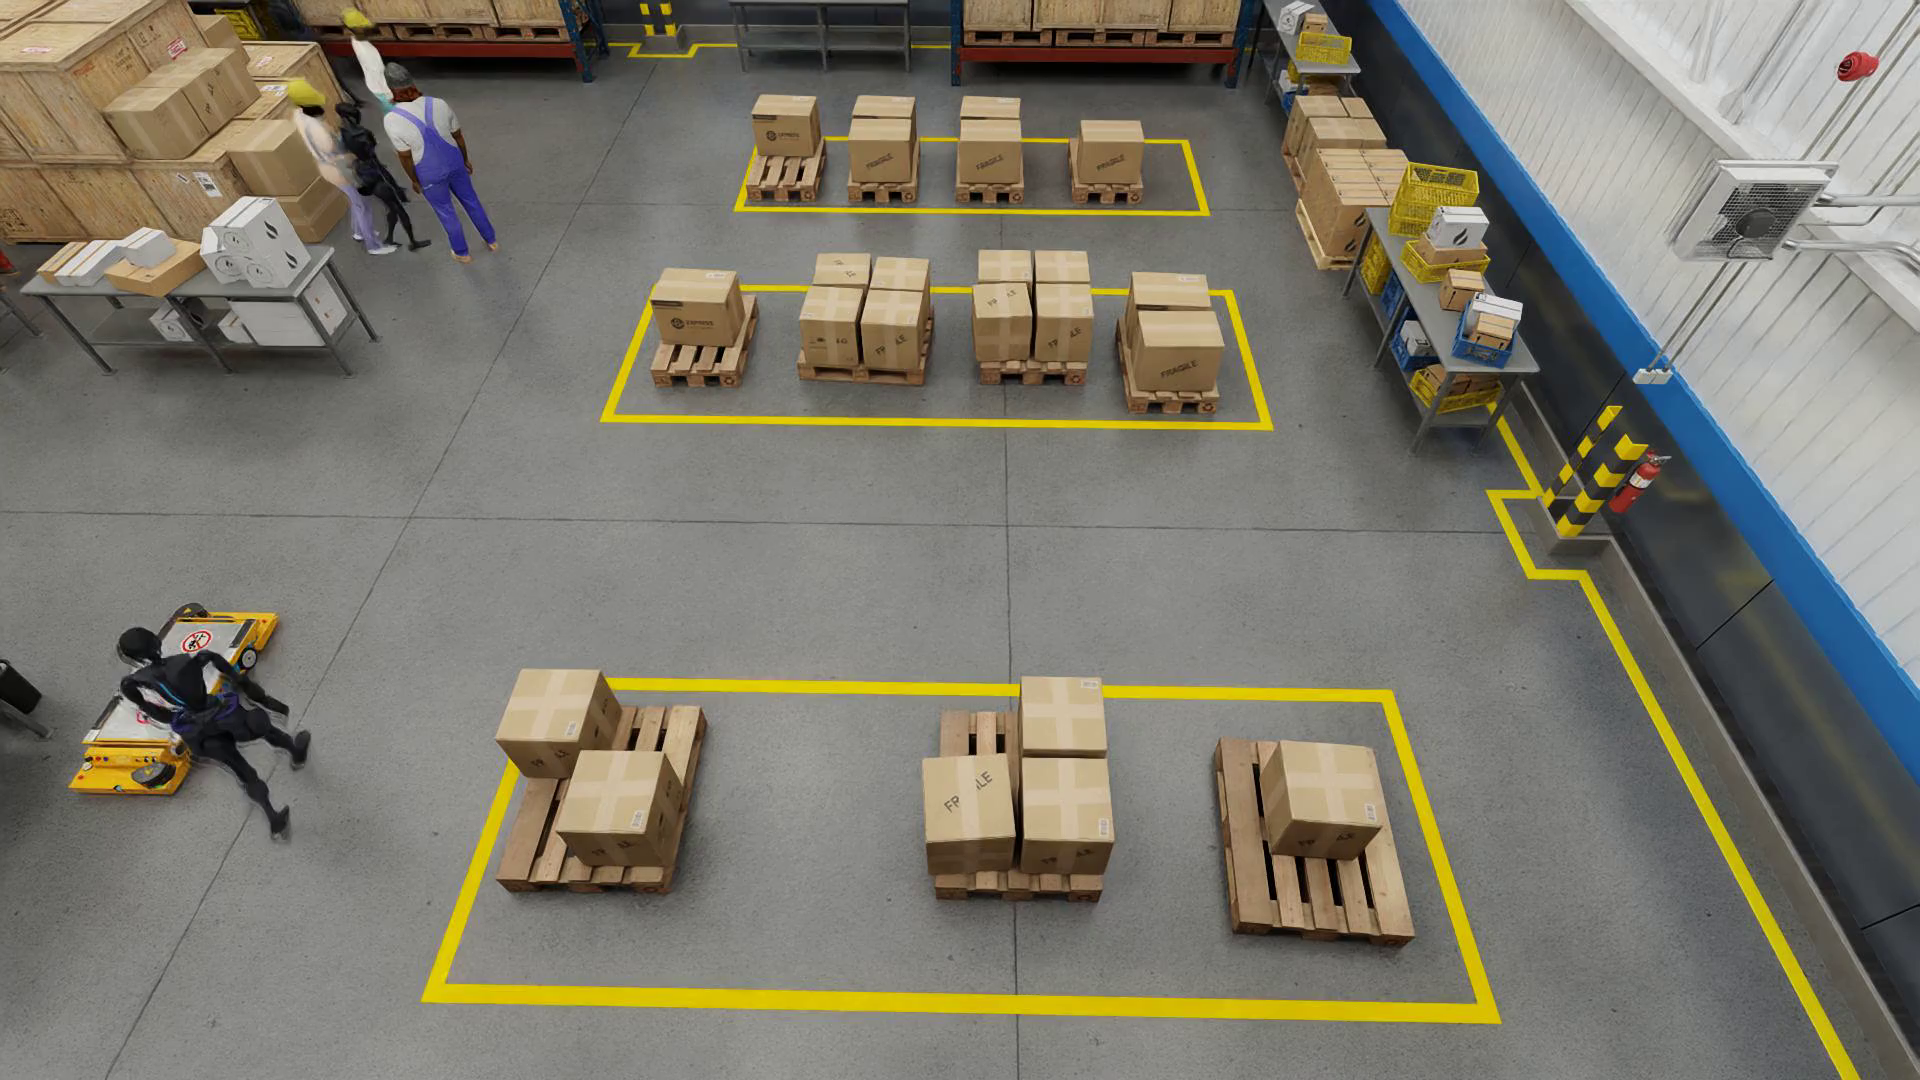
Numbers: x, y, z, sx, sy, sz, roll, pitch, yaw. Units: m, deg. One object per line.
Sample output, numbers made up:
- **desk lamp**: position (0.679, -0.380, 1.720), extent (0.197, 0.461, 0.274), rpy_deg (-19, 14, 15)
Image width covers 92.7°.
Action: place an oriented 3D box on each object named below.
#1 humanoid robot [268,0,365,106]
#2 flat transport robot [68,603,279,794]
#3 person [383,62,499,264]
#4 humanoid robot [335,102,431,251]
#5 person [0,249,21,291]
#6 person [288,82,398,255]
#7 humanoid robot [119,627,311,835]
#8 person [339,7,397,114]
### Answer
- **humanoid robot**: position (-8.507, -6.412, 11.915), extent (0.817, 1.624, 0.610), rpy_deg (-1, 50, 0)
- **flat transport robot**: position (-5.504, 1.072, 6.442), extent (0.652, 0.197, 1.431), rpy_deg (1, 50, 1)
- **person**: position (-5.428, -3.879, 9.490), extent (0.540, 2.000, 0.687), rpy_deg (34, 58, 25)
- **humanoid robot**: position (-6.201, -3.819, 9.686), extent (0.661, 1.642, 0.446), rpy_deg (37, 59, 27)
- **person**: position (-10.332, -3.404, 9.116), extent (0.379, 1.994, 0.621), rpy_deg (-3, 50, -3)
- **person**: position (-6.452, -3.841, 9.563), extent (0.409, 1.889, 0.692), rpy_deg (-31, 57, -24)
- **humanoid robot**: position (-4.466, 1.138, 5.525), extent (0.569, 1.640, 0.748), rpy_deg (-21, 53, -17)
- **person**: position (-6.901, -5.422, 10.975), extent (0.321, 1.765, 0.537), rpy_deg (-27, 55, -21)
